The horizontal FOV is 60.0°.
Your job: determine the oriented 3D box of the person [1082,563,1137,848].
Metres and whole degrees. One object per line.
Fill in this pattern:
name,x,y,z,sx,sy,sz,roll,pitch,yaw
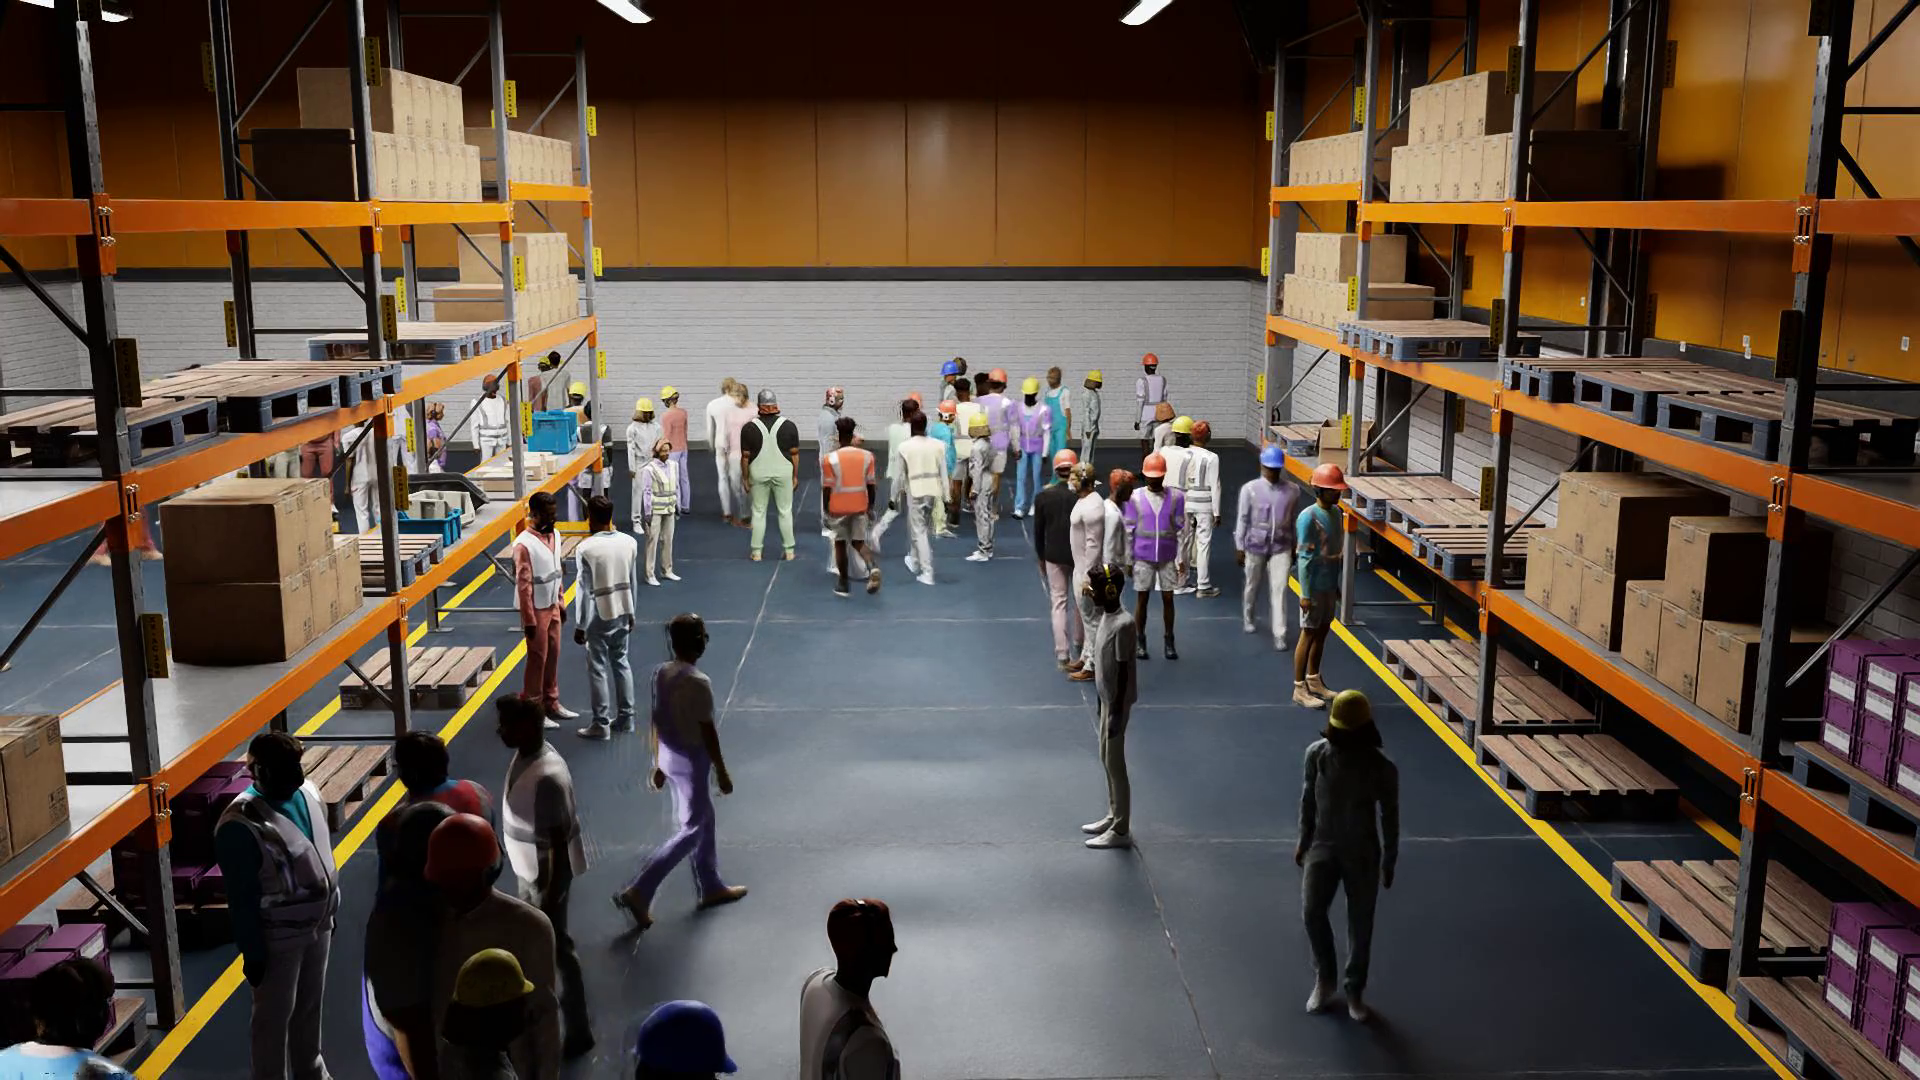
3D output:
person,0.967,1.063,10.780,0.349,1.856,0.528,-1,11,-7

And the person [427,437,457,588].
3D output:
person,-5.744,-0.300,18.154,0.315,1.636,0.515,-8,14,-36

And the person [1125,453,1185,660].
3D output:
person,1.776,0.151,15.187,0.549,1.923,0.390,0,11,0

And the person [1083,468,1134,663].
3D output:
person,1.291,0.295,14.600,0.427,1.868,0.614,-1,11,-5

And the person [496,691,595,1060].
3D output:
person,-2.025,1.619,8.043,0.413,1.845,0.580,-6,13,-27

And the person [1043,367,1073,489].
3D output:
person,1.380,-1.584,24.145,0.548,1.825,0.616,-10,15,-40

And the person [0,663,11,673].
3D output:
person,-8.733,0.287,14.719,0.502,1.837,0.349,6,13,29

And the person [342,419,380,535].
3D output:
person,-6.988,-0.673,19.506,0.351,1.843,0.506,8,14,36

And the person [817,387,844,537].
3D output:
person,-1.581,-0.980,20.913,0.403,1.900,0.639,0,11,0

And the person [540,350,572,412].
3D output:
person,-6.431,-2.079,26.487,0.535,1.869,0.314,-6,13,-28

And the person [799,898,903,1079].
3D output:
person,-0.369,2.094,5.564,0.354,1.877,0.574,-5,12,-22

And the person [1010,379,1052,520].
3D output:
person,0.910,-1.196,22.029,0.596,1.873,0.976,3,12,17

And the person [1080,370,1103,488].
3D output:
person,1.970,-1.656,24.705,0.311,1.736,0.483,5,12,22

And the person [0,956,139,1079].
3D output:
person,-2.699,2.176,5.331,0.638,1.796,0.932,4,12,21

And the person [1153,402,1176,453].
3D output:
person,2.663,-0.965,21.520,0.290,1.629,0.499,10,15,40

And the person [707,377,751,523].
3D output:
person,-3.029,-1.219,22.124,0.633,1.885,0.942,0,11,1

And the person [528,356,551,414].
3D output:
person,-6.668,-2.078,26.777,0.534,1.757,0.337,-1,11,-4

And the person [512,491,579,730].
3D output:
person,-3.327,0.552,13.209,0.405,1.909,0.597,3,12,14

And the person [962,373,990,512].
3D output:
person,0.251,-1.311,22.522,0.622,1.924,0.594,-8,14,-34

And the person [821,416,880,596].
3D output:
person,-1.147,-0.328,17.545,0.601,1.940,0.654,-6,13,-27

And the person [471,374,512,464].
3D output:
person,-6.351,-1.313,22.609,0.584,1.882,0.337,-10,15,-42

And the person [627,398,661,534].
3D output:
person,-3.990,-0.945,21.145,0.480,1.734,0.330,-10,15,-42

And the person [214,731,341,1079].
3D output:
person,-2.989,1.736,7.425,0.429,1.842,0.636,2,12,12

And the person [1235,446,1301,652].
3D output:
person,2.919,0.032,15.811,0.628,1.910,0.952,0,11,0

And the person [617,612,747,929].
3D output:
person,-1.640,1.328,9.605,0.815,1.812,0.519,-8,14,-35

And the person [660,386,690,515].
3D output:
person,-3.835,-1.181,22.269,0.328,1.760,0.523,5,12,25

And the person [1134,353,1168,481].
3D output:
person,2.880,-1.867,25.256,0.551,1.935,0.359,-6,13,-27

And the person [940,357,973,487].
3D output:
person,-0.026,-1.734,24.587,0.372,1.940,0.630,-11,16,-44

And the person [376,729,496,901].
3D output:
person,-2.340,1.739,7.452,0.431,1.834,0.626,6,13,29

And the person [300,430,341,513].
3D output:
person,-8.670,-1.278,22.398,0.637,1.901,0.403,-6,13,-26

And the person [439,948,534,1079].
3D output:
person,-1.526,2.177,5.492,0.323,1.737,0.486,-7,13,-32

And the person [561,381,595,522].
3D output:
person,-4.899,-1.074,21.330,0.625,1.920,0.400,-7,13,-32

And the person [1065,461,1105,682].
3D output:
person,1.109,0.271,14.535,0.355,1.936,0.635,0,11,1

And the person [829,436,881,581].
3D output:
person,-1.164,-0.351,18.452,0.810,1.601,0.546,6,13,29

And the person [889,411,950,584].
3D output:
person,-0.492,-0.496,18.531,0.604,1.874,0.928,-7,13,-32

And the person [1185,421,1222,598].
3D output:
person,2.537,-0.331,17.688,0.343,1.882,0.585,-10,15,-42

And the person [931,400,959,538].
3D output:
person,-0.180,-0.891,20.864,0.352,1.738,0.573,-3,12,-14

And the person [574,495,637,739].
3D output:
person,-2.744,0.598,12.985,0.404,1.906,0.598,7,13,33

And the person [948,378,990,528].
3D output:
person,0.077,-1.132,21.573,0.633,1.943,0.406,-3,12,-15

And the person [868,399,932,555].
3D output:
person,-0.701,-0.724,19.638,0.733,1.894,0.591,-10,15,-40

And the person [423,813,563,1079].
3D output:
person,-1.755,1.935,6.081,0.621,1.986,0.409,3,12,15

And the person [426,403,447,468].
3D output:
person,-6.776,-0.966,21.514,0.319,1.631,0.524,-4,12,-18

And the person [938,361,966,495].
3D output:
person,-0.122,-1.620,24.025,0.418,1.938,0.606,-7,13,-33

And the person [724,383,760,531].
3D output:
person,-2.731,-1.080,21.390,0.643,1.909,0.494,6,13,27

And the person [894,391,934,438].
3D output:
person,-0.611,-1.140,22.142,0.568,1.725,0.768,1,11,6

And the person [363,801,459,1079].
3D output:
person,-1.959,1.869,6.262,0.548,2.000,0.725,-2,11,-9

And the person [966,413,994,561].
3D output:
person,0.224,-0.623,19.520,0.312,1.737,0.483,4,12,19

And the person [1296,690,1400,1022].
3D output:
person,1.953,1.590,8.429,0.523,1.732,0.353,6,13,29

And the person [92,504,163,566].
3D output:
person,-9.716,-0.712,19.202,0.631,2.000,0.733,2,11,8

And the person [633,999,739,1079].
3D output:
person,-0.889,2.233,4.752,0.553,1.913,0.654,-1,11,-7

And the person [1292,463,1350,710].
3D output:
person,3.005,0.373,13.757,0.386,2.041,0.615,9,14,37

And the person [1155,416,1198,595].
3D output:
person,2.330,-0.363,17.774,0.592,1.921,0.392,10,15,42

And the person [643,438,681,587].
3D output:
person,-3.278,-0.309,18.238,0.327,1.626,0.527,7,13,31

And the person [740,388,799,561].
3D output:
person,-2.230,-0.776,19.524,0.684,2.000,0.536,-1,11,-7

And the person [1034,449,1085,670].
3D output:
person,0.981,0.148,15.139,0.613,1.936,0.944,1,11,5

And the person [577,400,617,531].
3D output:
person,-4.659,-0.936,21.188,0.535,1.697,0.321,2,11,11

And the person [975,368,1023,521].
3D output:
person,0.530,-1.262,22.019,0.625,2.009,0.852,7,13,32

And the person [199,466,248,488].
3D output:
person,-7.442,-0.233,17.025,0.599,1.958,0.375,0,11,-1
